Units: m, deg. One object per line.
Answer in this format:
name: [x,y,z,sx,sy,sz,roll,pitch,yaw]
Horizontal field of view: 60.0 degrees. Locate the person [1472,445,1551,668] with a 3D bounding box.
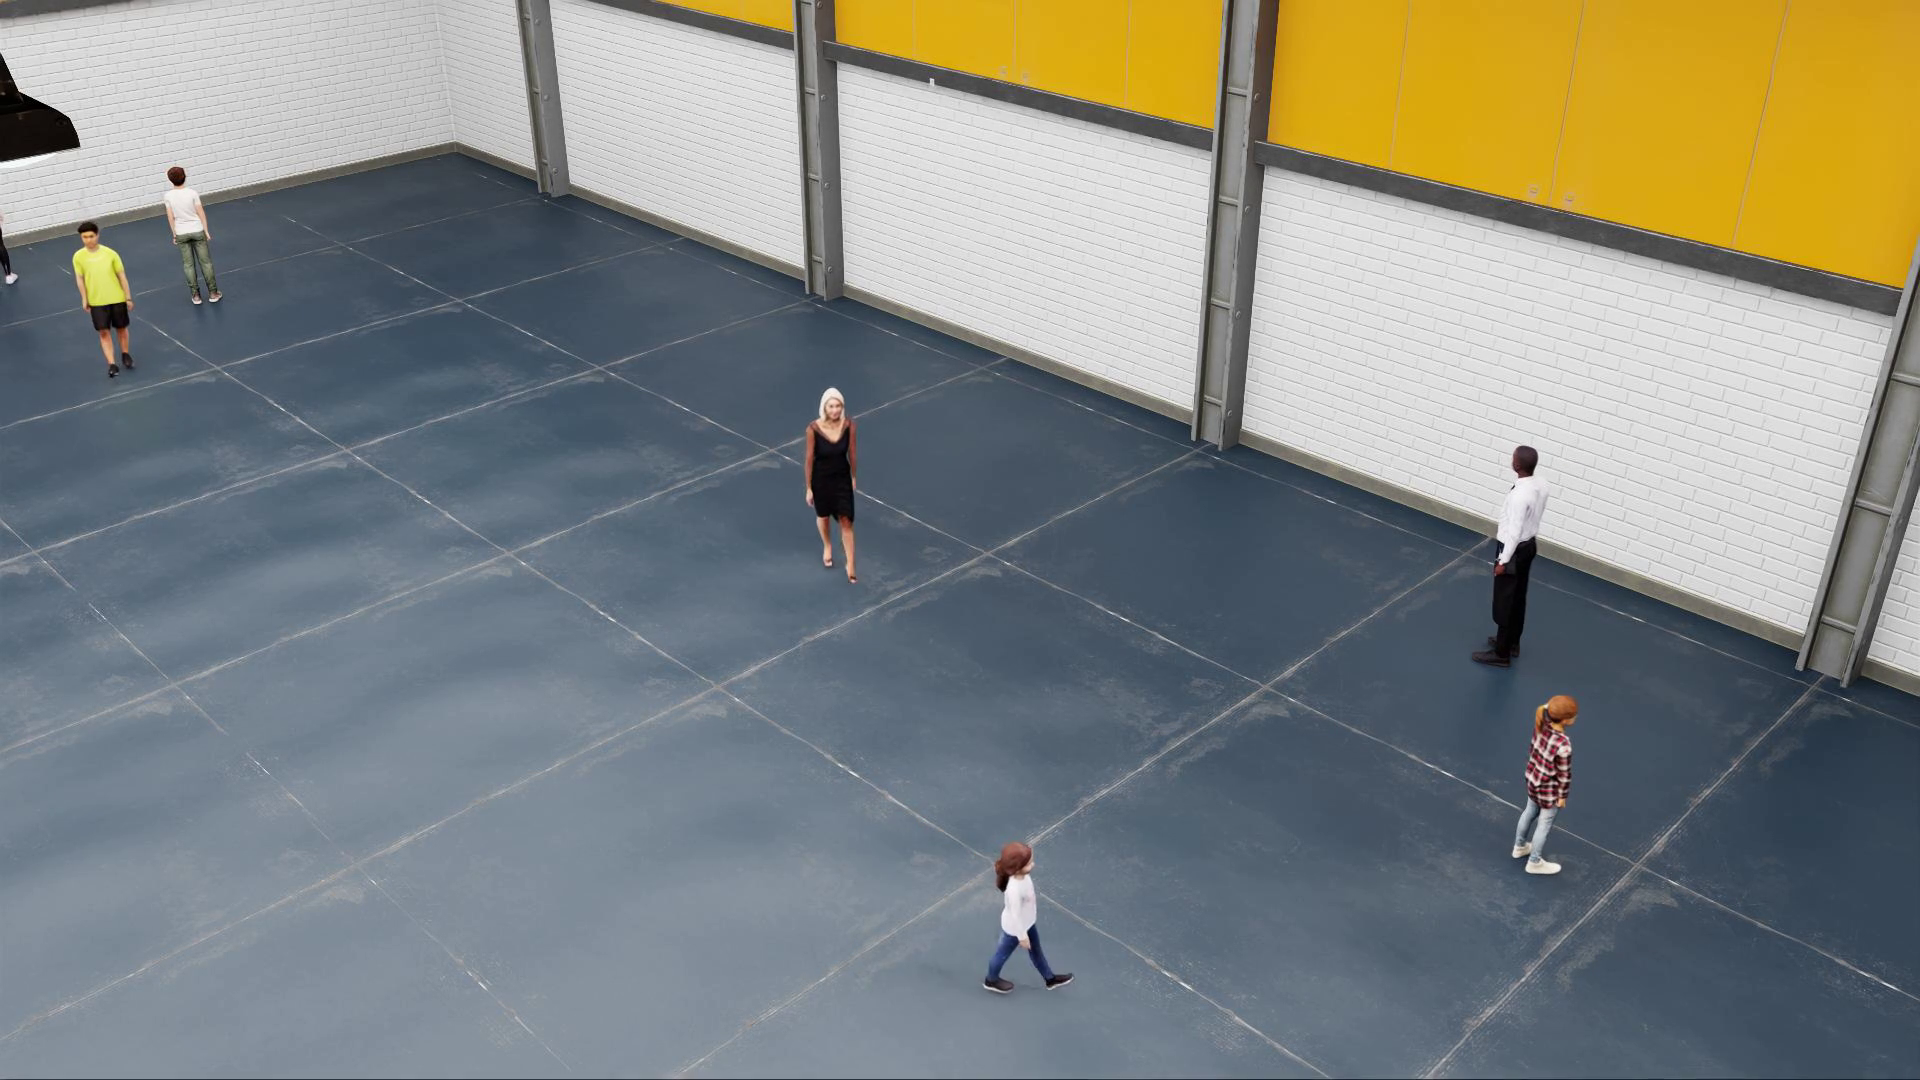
person: [4.274,0.120,12.804,0.533,1.834,0.645,23,36,35]

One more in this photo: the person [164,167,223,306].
person: [-9.211,-3.652,19.906,0.645,1.655,0.655,-10,30,-17]

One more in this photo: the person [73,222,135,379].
person: [-9.259,-2.649,18.037,0.867,1.683,1.073,-12,31,-21]

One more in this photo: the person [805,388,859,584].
person: [-1.110,-0.525,14.108,0.886,1.717,0.997,-5,29,-8]

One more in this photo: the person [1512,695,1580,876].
person: [3.779,1.557,10.721,0.674,1.305,0.582,-6,29,-11]

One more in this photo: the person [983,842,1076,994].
person: [0.279,2.221,9.731,0.819,1.089,0.679,7,29,13]
